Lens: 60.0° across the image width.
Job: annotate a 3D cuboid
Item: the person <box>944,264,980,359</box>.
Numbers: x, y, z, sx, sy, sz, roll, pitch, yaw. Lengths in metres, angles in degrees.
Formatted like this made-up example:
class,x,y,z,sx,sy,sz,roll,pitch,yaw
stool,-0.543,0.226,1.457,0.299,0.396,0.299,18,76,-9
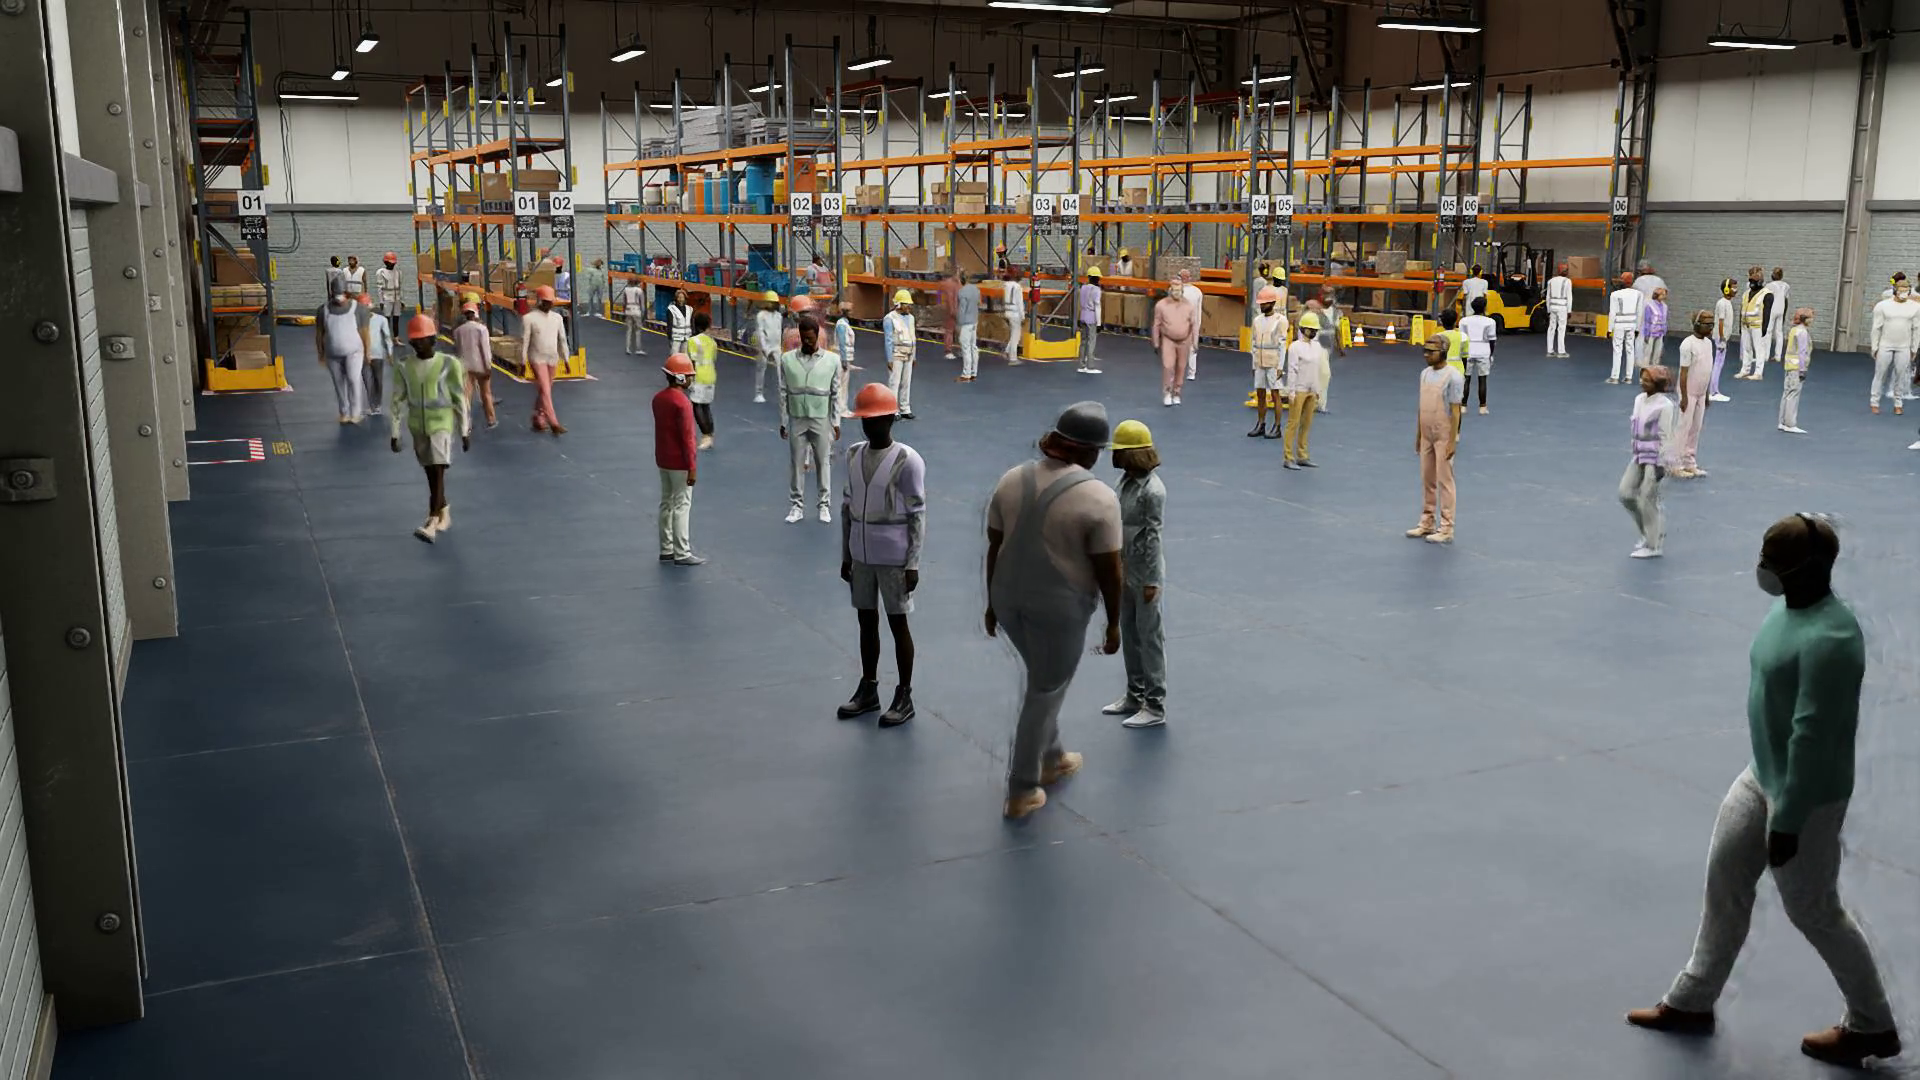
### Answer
class,x,y,z,sx,sy,sz,roll,pitch,yaw
person,0.019,-4.466,32.669,0.637,1.866,0.887,-10,15,-42

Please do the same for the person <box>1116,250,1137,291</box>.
class,x,y,z,sx,sy,sz,roll,pitch,yaw
person,4.706,-7.223,46.707,0.643,1.871,1.017,5,12,23

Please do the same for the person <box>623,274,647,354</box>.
class,x,y,z,sx,sy,sz,roll,pitch,yaw
person,-6.654,-4.600,33.946,0.521,1.641,0.314,5,12,25

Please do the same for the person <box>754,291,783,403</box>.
class,x,y,z,sx,sy,sz,roll,pitch,yaw
person,-2.835,-2.894,25.122,0.492,1.697,0.905,-9,14,-39

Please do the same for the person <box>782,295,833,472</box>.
class,x,y,z,sx,sy,sz,roll,pitch,yaw
person,-1.735,-1.732,18.505,0.443,1.979,0.616,9,14,38

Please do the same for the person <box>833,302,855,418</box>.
class,x,y,z,sx,sy,sz,roll,pitch,yaw
person,-1.638,-2.548,23.508,0.308,1.636,0.523,1,11,3

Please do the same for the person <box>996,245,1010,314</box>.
class,x,y,z,sx,sy,sz,roll,pitch,yaw
person,1.125,-6.839,44.339,0.408,2.029,0.611,3,12,16

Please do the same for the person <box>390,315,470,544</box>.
class,x,y,z,sx,sy,sz,roll,pitch,yaw
person,-4.697,-0.981,14.657,0.636,1.981,1.065,1,11,5

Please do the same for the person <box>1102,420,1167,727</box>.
class,x,y,z,sx,sy,sz,roll,pitch,yaw
person,0.981,0.185,9.376,0.339,1.733,0.480,-5,12,-24

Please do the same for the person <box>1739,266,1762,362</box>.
class,x,y,z,sx,sy,sz,roll,pitch,yaw
person,15.338,-4.368,32.227,0.345,1.846,0.508,3,12,16

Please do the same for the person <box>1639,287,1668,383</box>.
class,x,y,z,sx,sy,sz,roll,pitch,yaw
person,11.725,-3.442,28.075,0.514,1.634,0.313,-6,13,-28

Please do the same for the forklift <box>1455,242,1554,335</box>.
class,x,y,z,sx,sy,sz,roll,pitch,yaw
forklift,13.047,-6.049,39.881,2.313,2.155,1.214,-5,12,-23

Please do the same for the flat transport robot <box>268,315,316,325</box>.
class,x,y,z,sx,sy,sz,roll,pitch,yaw
flat transport robot,-17.193,-5.704,43.029,1.431,0.197,0.652,7,13,33

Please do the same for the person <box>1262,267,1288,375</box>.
class,x,y,z,sx,sy,sz,roll,pitch,yaw
person,5.614,-3.887,29.602,0.586,1.917,0.381,-7,13,-33

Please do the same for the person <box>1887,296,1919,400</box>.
class,x,y,z,sx,sy,sz,roll,pitch,yaw
person,14.695,-2.961,25.675,0.521,1.595,0.740,-4,12,-21

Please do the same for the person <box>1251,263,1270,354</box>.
class,x,y,z,sx,sy,sz,roll,pitch,yaw
person,6.121,-4.710,33.969,0.399,1.857,0.510,-4,12,-17

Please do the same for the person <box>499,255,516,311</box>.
class,x,y,z,sx,sy,sz,roll,pitch,yaw
person,-13.237,-7.572,48.887,0.622,1.711,0.893,6,13,27

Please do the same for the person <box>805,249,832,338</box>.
class,x,y,z,sx,sy,sz,roll,pitch,yaw
person,-3.198,-5.651,38.252,0.537,2.000,0.681,8,14,34

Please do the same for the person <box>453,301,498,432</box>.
class,x,y,z,sx,sy,sz,roll,pitch,yaw
person,-6.439,-2.307,22.106,0.581,1.699,0.835,3,12,15

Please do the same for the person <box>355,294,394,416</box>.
class,x,y,z,sx,sy,sz,roll,pitch,yaw
person,-8.450,-2.666,23.889,0.618,1.718,0.583,-3,12,-16

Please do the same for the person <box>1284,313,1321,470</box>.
class,x,y,z,sx,sy,sz,roll,pitch,yaw
person,3.896,-1.677,18.758,0.533,1.765,0.330,-9,15,-40

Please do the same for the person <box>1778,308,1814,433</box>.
class,x,y,z,sx,sy,sz,roll,pitch,yaw
person,11.021,-2.232,21.903,0.312,1.636,0.518,2,11,11

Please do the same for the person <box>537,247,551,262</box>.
class,x,y,z,sx,sy,sz,roll,pitch,yaw
person,-11.050,-6.808,44.304,0.449,1.972,0.639,4,12,19

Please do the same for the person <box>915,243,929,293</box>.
class,x,y,z,sx,sy,sz,roll,pitch,yaw
person,-1.163,-7.886,49.693,0.530,2.012,0.613,-7,13,-33

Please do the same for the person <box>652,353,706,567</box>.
class,x,y,z,sx,sy,sz,roll,pitch,yaw
person,-2.294,-0.654,13.616,0.346,1.746,0.569,-8,14,-36

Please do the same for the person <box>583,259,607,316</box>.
class,x,y,z,sx,sy,sz,roll,pitch,yaw
person,-10.191,-7.033,46.385,0.672,1.601,0.325,-6,13,-30

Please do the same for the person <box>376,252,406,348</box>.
class,x,y,z,sx,sy,sz,roll,pitch,yaw
person,-12.204,-5.153,35.723,0.377,2.041,0.607,8,14,35

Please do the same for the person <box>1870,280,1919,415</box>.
class,x,y,z,sx,sy,sz,roll,pitch,yaw
person,13.386,-2.754,23.814,0.630,1.933,0.364,4,12,19

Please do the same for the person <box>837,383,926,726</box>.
class,x,y,z,sx,sy,sz,roll,pitch,yaw
person,-0.462,0.082,9.371,0.552,1.938,0.356,8,14,35

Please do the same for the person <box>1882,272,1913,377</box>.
class,x,y,z,sx,sy,sz,roll,pitch,yaw
person,16.275,-3.736,28.989,0.509,1.862,0.327,2,11,10

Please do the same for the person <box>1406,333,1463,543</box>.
class,x,y,z,sx,sy,sz,roll,pitch,yaw
person,4.186,-0.896,14.612,0.339,1.838,0.505,-5,12,-23

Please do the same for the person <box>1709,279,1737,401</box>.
class,x,y,z,sx,sy,sz,roll,pitch,yaw
person,11.752,-3.073,25.582,0.328,1.873,0.518,6,13,28

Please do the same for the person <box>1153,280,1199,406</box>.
class,x,y,z,sx,sy,sz,roll,pitch,yaw
person,3.234,-2.918,24.789,0.642,1.860,0.894,-1,11,-3
